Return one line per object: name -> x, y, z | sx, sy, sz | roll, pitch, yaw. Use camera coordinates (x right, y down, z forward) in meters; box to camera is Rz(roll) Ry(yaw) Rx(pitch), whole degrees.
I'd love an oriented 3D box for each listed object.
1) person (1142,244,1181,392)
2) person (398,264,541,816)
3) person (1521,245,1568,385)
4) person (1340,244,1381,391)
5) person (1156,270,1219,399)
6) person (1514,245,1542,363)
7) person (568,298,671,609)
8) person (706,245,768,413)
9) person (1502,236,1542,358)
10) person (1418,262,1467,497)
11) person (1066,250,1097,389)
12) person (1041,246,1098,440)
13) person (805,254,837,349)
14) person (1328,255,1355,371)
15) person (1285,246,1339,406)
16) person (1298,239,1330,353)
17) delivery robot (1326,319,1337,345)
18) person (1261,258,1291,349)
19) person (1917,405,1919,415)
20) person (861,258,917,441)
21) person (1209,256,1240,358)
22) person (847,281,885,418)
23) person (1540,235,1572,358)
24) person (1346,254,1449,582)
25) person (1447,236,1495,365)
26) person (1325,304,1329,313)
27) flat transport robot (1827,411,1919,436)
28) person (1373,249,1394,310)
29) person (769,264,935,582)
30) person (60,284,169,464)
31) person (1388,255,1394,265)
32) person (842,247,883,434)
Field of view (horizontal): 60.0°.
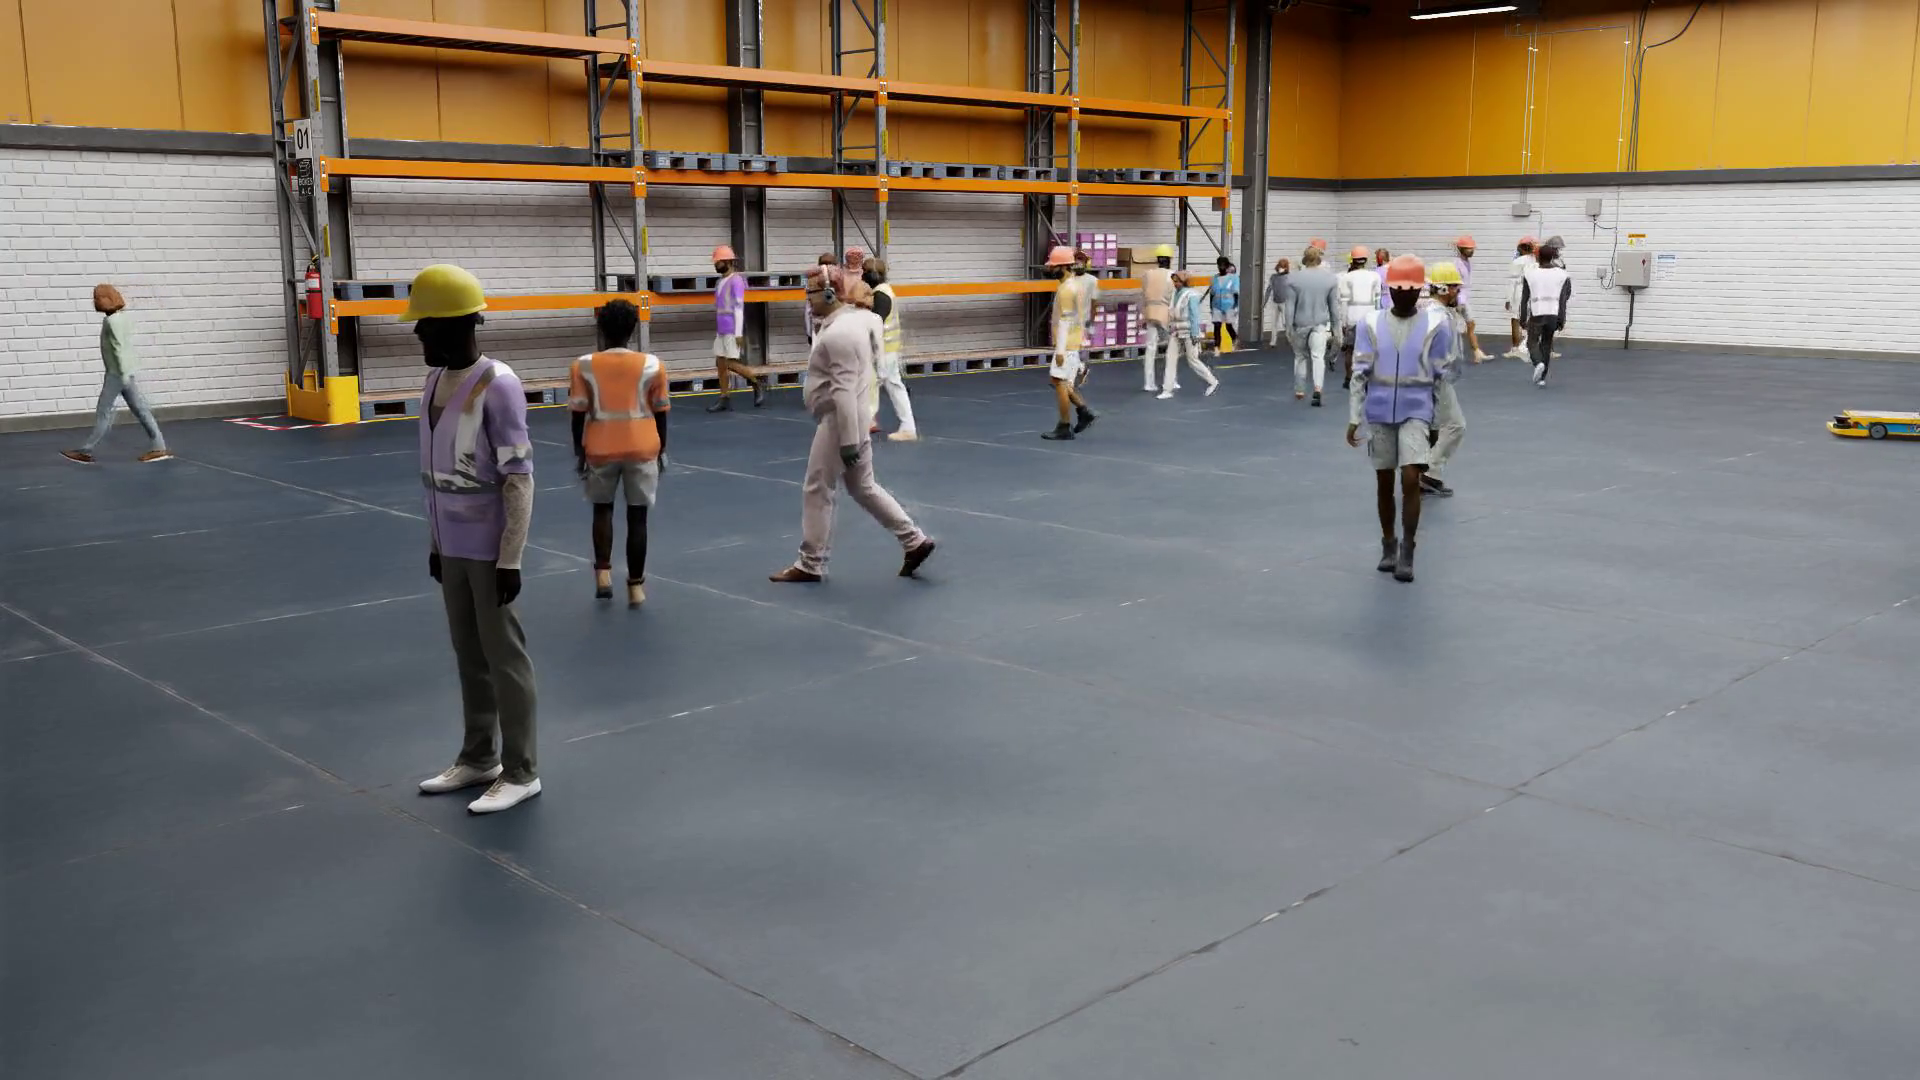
person -> 2.641, -2.881, 21.644 | 0.604, 1.901, 0.757 | 7, 12, 32
person -> -1.718, 0.002, 5.849 | 0.383, 1.923, 0.590 | -10, 14, -43
person -> 7.874, -3.020, 22.412 | 0.593, 1.899, 0.632 | 1, 10, 7
person -> 5.215, -2.885, 21.661 | 0.552, 1.909, 0.861 | 1, 10, 3
person -> 2.836, -2.553, 20.675 | 0.777, 1.601, 0.556 | -6, 12, -30
person -> 9.096, -3.727, 26.372 | 0.450, 1.874, 0.591 | 1, 10, 7
person -> -1.846, -0.466, 9.073 | 0.538, 1.683, 0.420 | -1, 10, -7
person -> -2.592, -2.417, 19.061 | 0.651, 1.919, 0.552 | -7, 13, -35
person -> 9.287, -3.969, 27.270 | 0.638, 2.013, 0.621 | -7, 12, -33
person -> 3.705, -1.226, 12.842 | 0.492, 1.812, 0.629 | 1, 10, 5
person -> 1.525, -2.796, 21.349 | 0.608, 1.834, 0.600 | 7, 13, 34
person -> 1.053, -1.939, 16.446 | 0.466, 1.918, 0.563 | 2, 11, 9
person -> -1.524, -2.419, 19.385 | 0.637, 1.792, 0.969 | 1, 10, 4
person -> 5.626, -3.275, 24.052 | 0.589, 1.805, 0.746 | -2, 11, -8
person -> 4.207, -2.565, 19.924 | 0.642, 1.909, 0.954 | 1, 10, 6
person -> 6.053, -4.162, 28.517 | 0.614, 1.949, 0.684 | 7, 13, 35
delivery robot -> 6.436, -3.633, 29.154 | 0.707, 0.478, 0.477 | -6, 12, -31
person -> 5.662, -4.178, 29.469 | 0.611, 1.625, 0.390 | 10, 14, 42
person -> 6.898, -0.978, 11.417 | 0.569, 1.842, 0.485 | 4, 11, 21
person -> -0.869, -1.863, 16.363 | 0.958, 1.791, 0.633 | -1, 10, -7
person -> 4.405, -3.874, 27.617 | 0.552, 1.683, 0.527 | 5, 12, 27
person -> -0.926, -1.512, 14.959 | 0.501, 1.614, 0.567 | 5, 11, 24
person -> 9.817, -4.042, 27.585 | 0.599, 2.000, 0.694 | 9, 14, 41
person -> 2.563, -0.714, 9.799 | 0.544, 1.902, 0.760 | 4, 11, 23
person -> 7.917, -3.715, 25.909 | 0.640, 1.997, 0.992 | -9, 14, -41
person -> 6.360, -4.207, 29.717 | 0.537, 1.589, 0.876 | 4, 11, 22
flat transport robot -> 9.527, -1.154, 16.668 | 1.431, 0.197, 0.652 | 4, 11, 21
person -> 6.425, -3.537, 25.434 | 0.580, 1.809, 0.806 | -6, 12, -28
person -> -0.620, -0.660, 9.647 | 0.917, 1.864, 0.665 | 1, 10, 4
person -> -7.519, -1.462, 14.728 | 0.874, 1.582, 0.521 | -4, 11, -23
person -> 6.609, -3.663, 26.381 | 0.532, 1.727, 0.871 | -10, 14, -42
person -> -1.060, -2.030, 16.998 | 0.695, 1.903, 0.402 | 2, 11, 10
